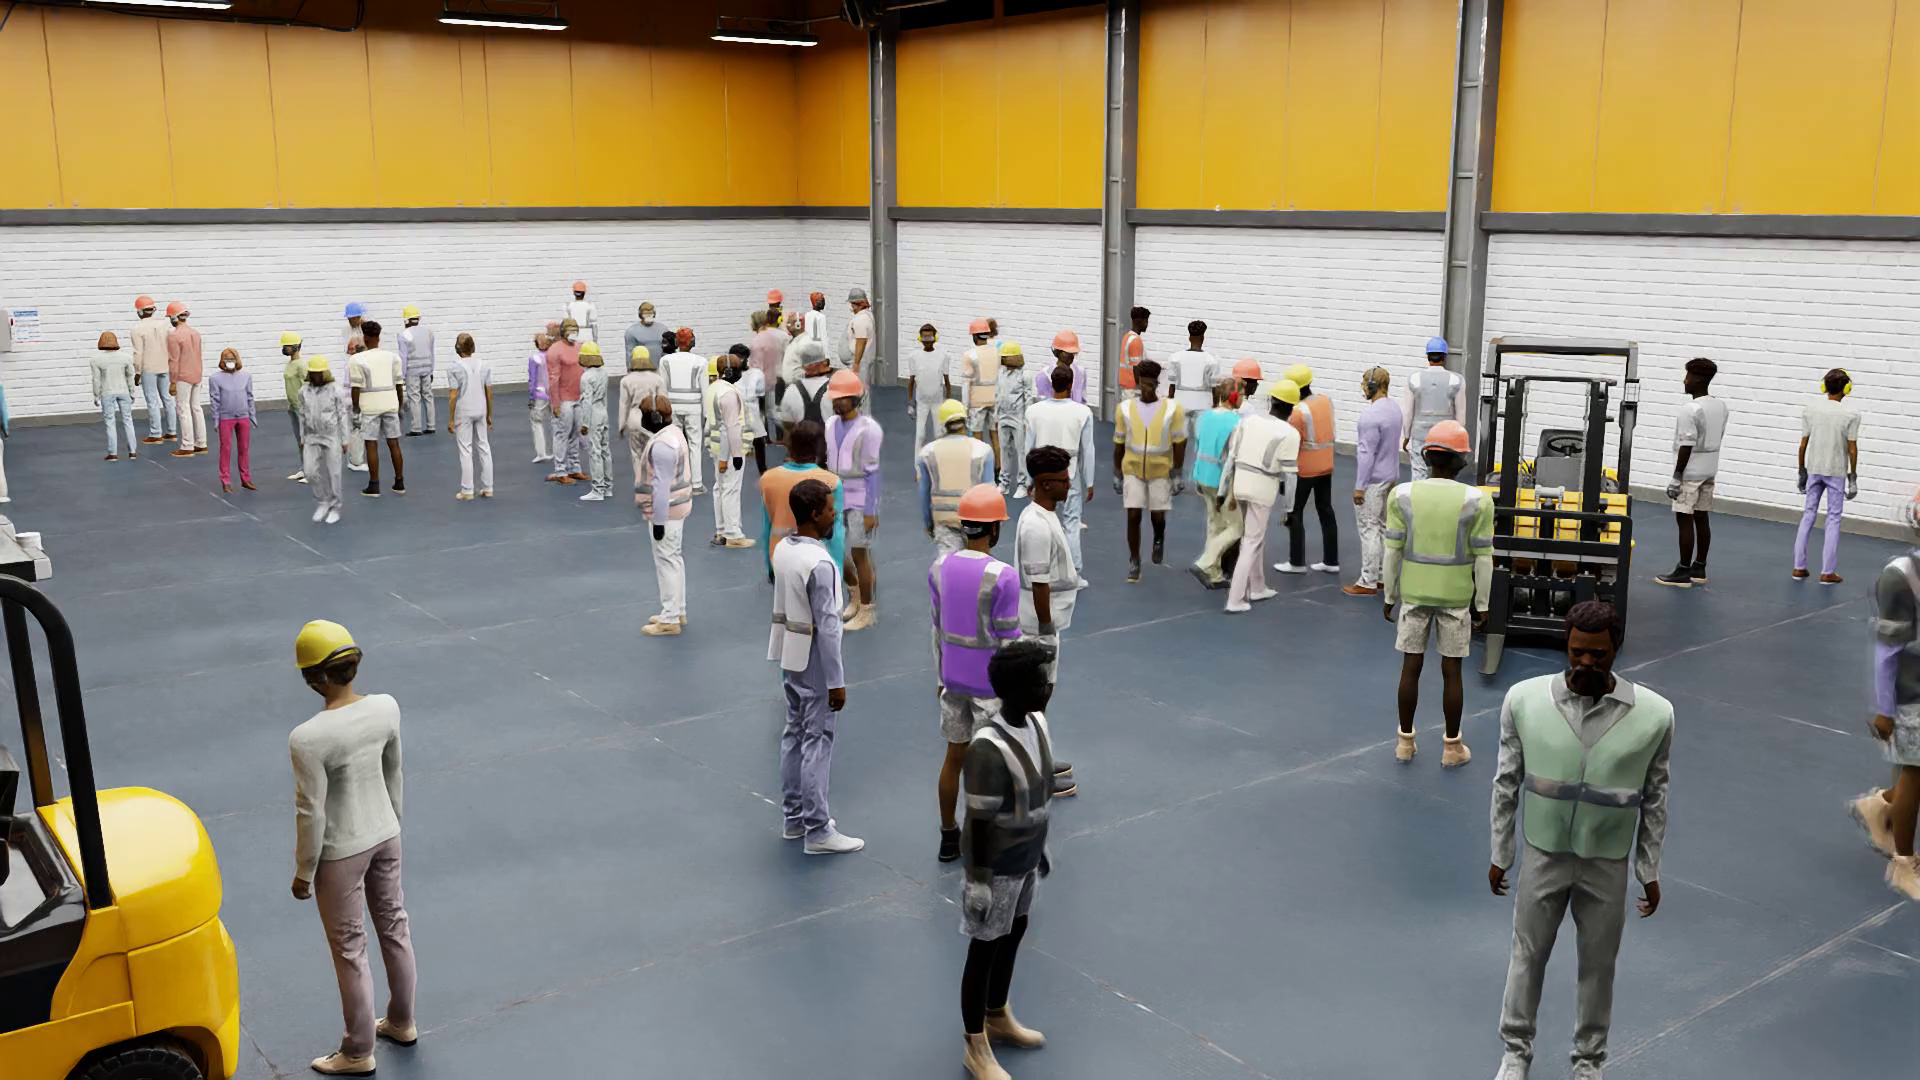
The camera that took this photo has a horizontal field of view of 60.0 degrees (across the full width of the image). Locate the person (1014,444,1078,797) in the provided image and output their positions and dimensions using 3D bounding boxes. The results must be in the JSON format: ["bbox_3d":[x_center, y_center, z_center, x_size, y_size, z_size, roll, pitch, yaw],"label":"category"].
[{"bbox_3d":[0.477,0.437,9.303,0.367,1.967,0.606,0,12,2],"label":"person"}]

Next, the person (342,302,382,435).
[{"bbox_3d":[-8.232,-2.338,22.925,0.628,1.888,1.003,5,13,23],"label":"person"}]

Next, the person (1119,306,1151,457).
[{"bbox_3d":[2.202,-1.970,20.969,0.385,1.955,0.608,-1,12,-4],"label":"person"}]

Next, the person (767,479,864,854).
[{"bbox_3d":[-0.760,0.638,8.446,0.392,1.922,0.593,-6,13,-28],"label":"person"}]

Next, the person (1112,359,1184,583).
[{"bbox_3d":[1.632,-0.612,14.410,0.621,1.943,0.571,3,12,15],"label":"person"}]

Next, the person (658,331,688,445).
[{"bbox_3d":[-3.493,-1.693,20.248,0.319,1.697,0.532,-8,14,-34],"label":"person"}]

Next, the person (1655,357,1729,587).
[{"bbox_3d":[6.265,-0.578,14.206,0.613,1.965,0.361,-9,14,-36],"label":"person"}]

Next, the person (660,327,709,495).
[{"bbox_3d":[-3.062,-1.433,18.570,0.568,1.878,0.351,2,12,8],"label":"person"}]

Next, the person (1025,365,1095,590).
[{"bbox_3d":[0.839,-0.516,14.026,0.596,1.916,0.372,4,12,17],"label":"person"}]

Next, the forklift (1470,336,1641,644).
[{"bbox_3d":[4.683,-0.471,13.136,1.214,2.155,2.313,4,12,20],"label":"forklift"}]

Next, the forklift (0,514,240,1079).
[{"bbox_3d":[-3.687,1.115,5.480,2.313,2.155,1.214,-9,15,-36],"label":"forklift"}]

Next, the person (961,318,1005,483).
[{"bbox_3d":[0.261,-1.594,19.219,0.561,1.923,0.430,-5,13,-22],"label":"person"}]

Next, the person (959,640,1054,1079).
[{"bbox_3d":[0.176,1.196,6.293,0.322,1.696,0.551,6,13,26],"label":"person"}]

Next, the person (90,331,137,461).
[{"bbox_3d":[-10.675,-1.817,20.998,0.500,1.633,0.285,-11,16,-42],"label":"person"}]

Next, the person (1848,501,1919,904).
[{"bbox_3d":[4.557,0.699,7.899,0.629,2.026,0.574,-4,12,-19],"label":"person"}]

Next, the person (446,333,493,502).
[{"bbox_3d":[-5.357,-1.342,18.192,0.520,1.843,0.330,-11,16,-42],"label":"person"}]

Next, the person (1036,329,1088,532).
[{"bbox_3d":[1.032,-1.061,16.404,0.612,2.029,0.407,-9,15,-37],"label":"person"}]

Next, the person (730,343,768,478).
[{"bbox_3d":[-2.462,-1.420,18.963,0.552,1.668,0.480,-6,13,-27],"label":"person"}]

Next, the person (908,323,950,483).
[{"bbox_3d":[-0.350,-1.590,19.359,0.511,1.862,0.325,0,12,1],"label":"person"}]

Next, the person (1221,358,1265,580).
[{"bbox_3d":[2.450,-0.617,14.496,0.387,1.929,0.547,-2,12,-11],"label":"person"}]

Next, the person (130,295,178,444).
[{"bbox_3d":[-10.879,-2.288,22.394,0.393,1.995,0.612,5,13,22],"label":"person"}]

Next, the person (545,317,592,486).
[{"bbox_3d":[-4.508,-1.603,19.229,0.366,1.936,0.630,5,13,25],"label":"person"}]

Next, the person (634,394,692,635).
[{"bbox_3d":[-2.264,-0.198,12.711,0.429,1.833,0.634,-1,12,-3],"label":"person"}]

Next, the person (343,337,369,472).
[{"bbox_3d":[-7.321,-1.649,20.214,0.324,1.630,0.507,-7,14,-32],"label":"person"}]

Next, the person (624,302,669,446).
[{"bbox_3d":[-4.163,-2.223,22.262,0.636,1.928,0.380,-7,14,-32],"label":"person"}]

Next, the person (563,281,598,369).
[{"bbox_3d":[-6.248,-3.299,27.423,0.551,1.932,0.378,-1,12,-7],"label":"person"}]

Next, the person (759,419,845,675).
[{"bbox_3d":[-1.012,0.172,10.767,0.599,1.897,0.440,4,12,18],"label":"person"}]

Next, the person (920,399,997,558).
[{"bbox_3d":[0.018,-0.186,12.724,0.612,1.791,0.846,2,12,11],"label":"person"}]

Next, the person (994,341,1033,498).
[{"bbox_3d":[0.571,-1.329,18.386,0.486,1.740,0.313,10,15,39],"label":"person"}]

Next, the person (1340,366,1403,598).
[{"bbox_3d":[3.457,-0.483,13.855,0.383,1.928,0.635,8,14,34],"label":"person"}]

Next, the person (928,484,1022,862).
[{"bbox_3d":[0.098,0.683,8.215,0.546,1.930,0.390,11,16,42],"label":"person"}]

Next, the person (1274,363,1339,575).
[{"bbox_3d":[3.081,-0.615,14.586,0.635,1.883,0.422,-9,15,-36],"label":"person"}]

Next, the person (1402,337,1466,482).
[{"bbox_3d":[4.684,-1.032,16.464,0.604,1.940,0.400,4,12,17],"label":"person"}]

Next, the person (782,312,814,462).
[{"bbox_3d":[-2.000,-1.861,20.547,0.399,1.910,0.643,-4,12,-17],"label":"person"}]

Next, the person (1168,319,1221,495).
[{"bbox_3d":[2.612,-1.479,18.592,0.599,1.958,0.378,3,12,16],"label":"person"}]

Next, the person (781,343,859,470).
[{"bbox_3d":[-1.229,-0.818,15.186,0.746,2.000,0.695,4,12,17],"label":"person"}]

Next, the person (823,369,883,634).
[{"bbox_3d":[-0.841,-0.286,12.666,0.617,2.029,0.417,10,15,40],"label":"person"}]

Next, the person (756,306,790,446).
[{"bbox_3d":[-2.485,-2.180,22.218,0.523,1.858,0.337,4,12,18],"label":"person"}]

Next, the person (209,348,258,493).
[{"bbox_3d":[-8.182,-1.354,18.762,0.285,1.631,0.502,11,16,42],"label":"person"}]

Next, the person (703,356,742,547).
[{"bbox_3d":[-2.236,-0.846,15.865,0.403,1.819,0.601,-1,12,-4],"label":"person"}]

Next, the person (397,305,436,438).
[{"bbox_3d":[-7.506,-2.318,22.930,0.404,1.834,0.591,7,14,31],"label":"person"}]

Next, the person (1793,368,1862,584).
[{"bbox_3d":[7.483,-0.550,14.335,0.311,1.859,0.511,-9,15,-37],"label":"person"}]

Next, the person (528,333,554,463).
[{"bbox_3d":[-5.182,-1.780,20.839,0.326,1.622,0.532,8,14,35],"label":"person"}]

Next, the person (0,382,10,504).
[{"bbox_3d":[-10.556,-1.183,17.948,0.531,1.631,0.314,-5,13,-24],"label":"person"}]

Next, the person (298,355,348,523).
[{"bbox_3d":[-6.475,-1.022,16.914,0.518,1.722,0.414,0,12,0],"label":"person"}]

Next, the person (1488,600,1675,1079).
[{"bbox_3d":[2.229,1.139,6.032,0.597,1.916,0.371,4,12,18],"label":"person"}]

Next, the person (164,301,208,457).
[{"bbox_3d":[-9.946,-2.062,21.343,0.403,1.982,0.628,2,12,8],"label":"person"}]

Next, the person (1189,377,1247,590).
[{"bbox_3d":[2.167,-0.454,13.940,0.462,1.826,0.575,-6,13,-25],"label":"person"}]

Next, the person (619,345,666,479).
[{"bbox_3d":[-3.442,-1.245,18.045,0.525,1.711,0.547,-1,12,-3],"label":"person"}]

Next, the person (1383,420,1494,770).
[{"bbox_3d":[2.783,0.317,9.706,0.613,2.039,0.393,6,13,25],"label":"person"}]

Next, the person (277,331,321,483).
[{"bbox_3d":[-7.723,-1.549,19.383,0.327,1.767,0.533,-10,15,-41],"label":"person"}]

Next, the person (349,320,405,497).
[{"bbox_3d":[-6.495,-1.471,18.573,0.398,1.952,0.619,11,16,43],"label":"person"}]

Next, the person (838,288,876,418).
[{"bbox_3d":[-1.461,-2.576,23.677,0.554,2.000,0.697,1,12,4],"label":"person"}]

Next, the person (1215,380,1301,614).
[{"bbox_3d":[2.433,-0.354,13.391,0.864,1.851,0.623,-9,15,-38],"label":"person"}]

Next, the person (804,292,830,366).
[{"bbox_3d":[-2.149,-2.801,25.144,0.347,1.882,0.584,-9,14,-36],"label":"person"}]

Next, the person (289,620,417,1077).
[{"bbox_3d":[-2.324,1.162,6.313,0.327,1.760,0.524,5,13,24],"label":"person"}]

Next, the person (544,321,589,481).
[{"bbox_3d":[-4.598,-1.650,19.632,0.748,1.872,0.687,-10,15,-39],"label":"person"}]

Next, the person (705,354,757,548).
[{"bbox_3d":[-2.181,-0.850,15.829,0.429,1.844,0.624,-5,13,-23],"label":"person"}]

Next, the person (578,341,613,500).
[{"bbox_3d":[-4.035,-1.311,18.291,0.295,1.743,0.492,3,12,14],"label":"person"}]

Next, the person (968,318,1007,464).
[{"bbox_3d":[0.363,-1.830,20.607,0.532,1.840,0.385,-2,12,-11],"label":"person"}]
